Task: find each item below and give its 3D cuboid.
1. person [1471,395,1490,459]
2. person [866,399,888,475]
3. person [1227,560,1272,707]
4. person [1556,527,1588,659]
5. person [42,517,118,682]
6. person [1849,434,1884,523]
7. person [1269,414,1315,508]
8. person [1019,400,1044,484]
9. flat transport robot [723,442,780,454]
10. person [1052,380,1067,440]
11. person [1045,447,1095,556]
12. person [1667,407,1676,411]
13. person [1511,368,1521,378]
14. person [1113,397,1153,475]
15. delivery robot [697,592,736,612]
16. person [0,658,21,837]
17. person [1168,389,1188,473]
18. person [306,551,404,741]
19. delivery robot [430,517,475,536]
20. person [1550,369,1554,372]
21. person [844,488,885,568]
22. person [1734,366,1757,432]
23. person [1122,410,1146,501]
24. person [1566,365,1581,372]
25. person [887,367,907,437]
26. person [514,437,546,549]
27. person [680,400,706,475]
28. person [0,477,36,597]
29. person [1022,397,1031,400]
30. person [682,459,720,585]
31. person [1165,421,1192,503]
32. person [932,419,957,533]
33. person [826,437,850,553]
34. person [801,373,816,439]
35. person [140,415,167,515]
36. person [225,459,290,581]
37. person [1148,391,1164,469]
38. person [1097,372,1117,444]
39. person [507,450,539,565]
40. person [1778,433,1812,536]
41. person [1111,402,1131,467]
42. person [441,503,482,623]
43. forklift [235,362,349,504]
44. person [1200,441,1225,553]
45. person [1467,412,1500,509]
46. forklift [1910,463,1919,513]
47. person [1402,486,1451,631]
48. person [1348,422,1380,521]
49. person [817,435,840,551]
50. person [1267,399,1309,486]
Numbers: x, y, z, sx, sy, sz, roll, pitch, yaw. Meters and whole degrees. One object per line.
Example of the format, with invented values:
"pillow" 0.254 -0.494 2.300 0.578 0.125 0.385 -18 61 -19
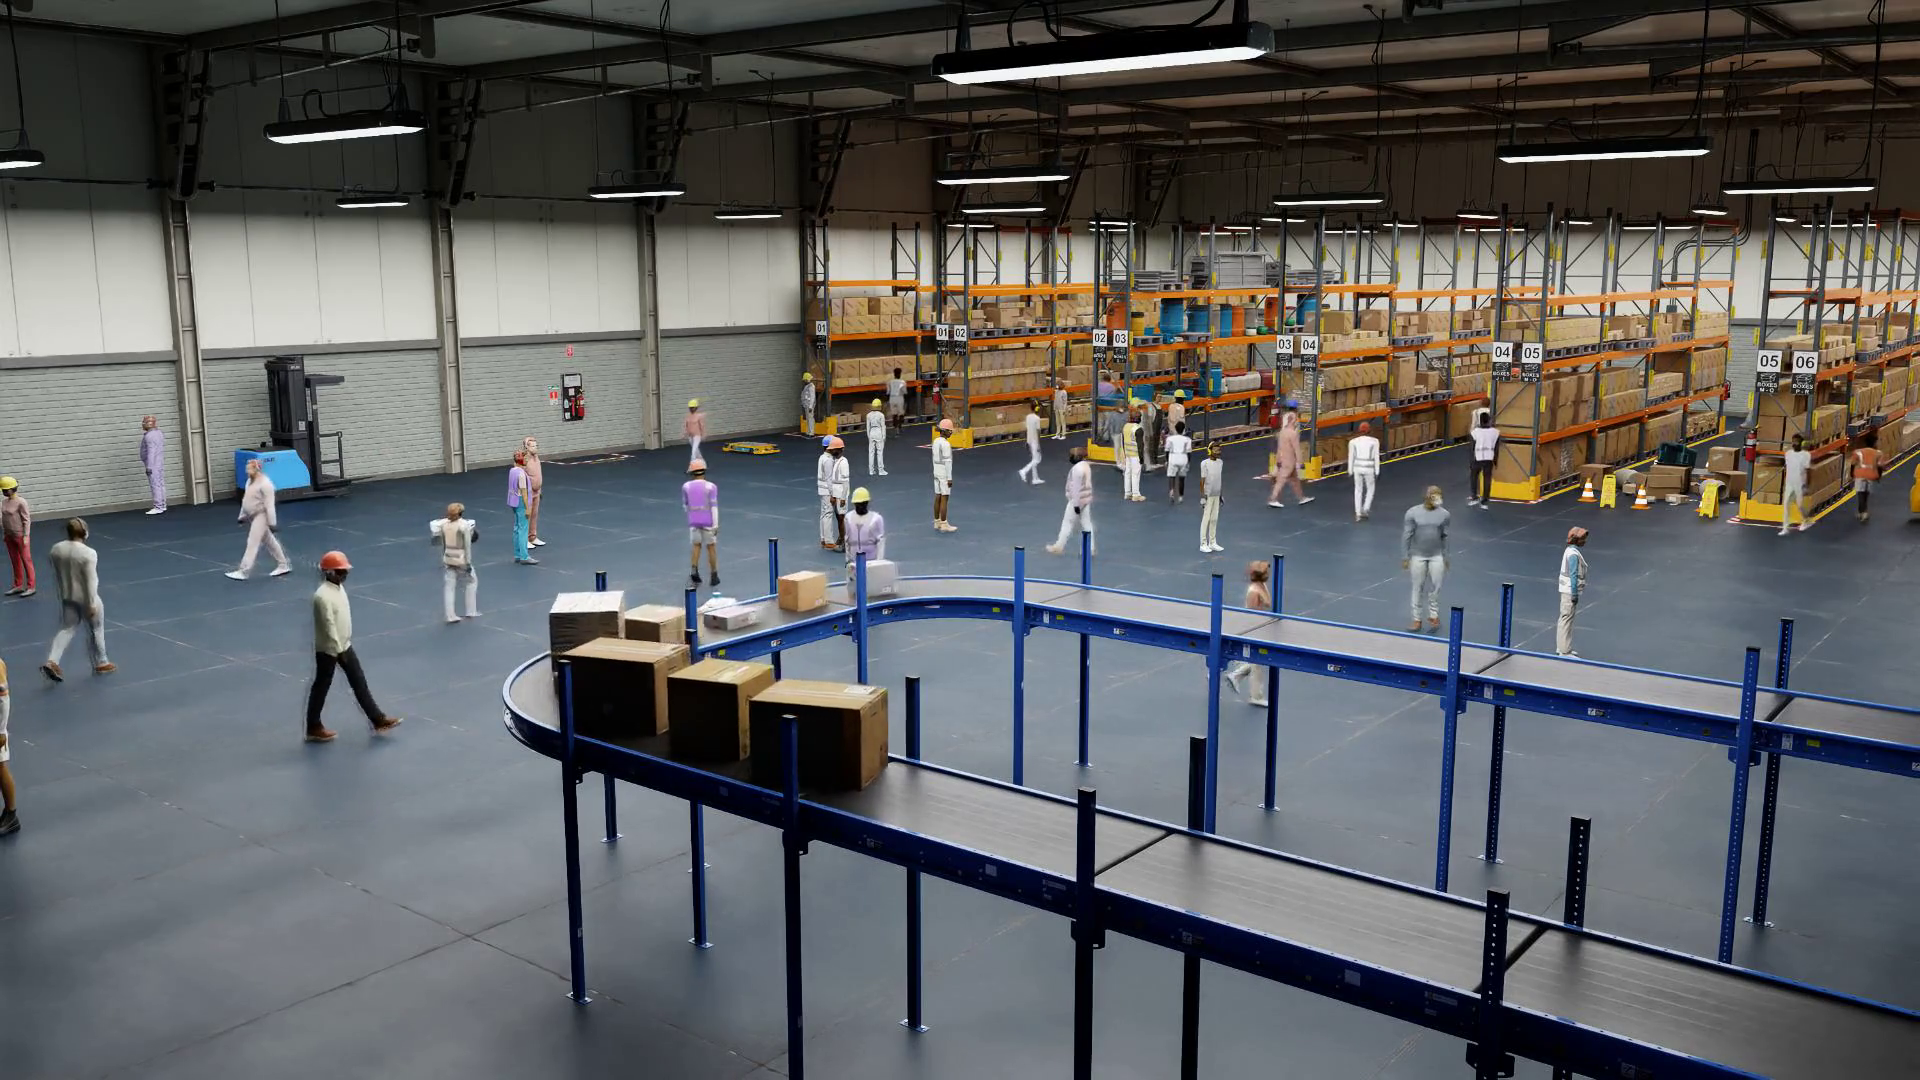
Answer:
"person" 11.870 -2.347 35.448 0.583 1.863 0.752 6 12 30
"person" -1.904 -2.368 35.882 0.484 1.745 0.297 5 11 27
"person" 3.217 1.016 17.175 0.480 1.627 0.518 4 11 23
"person" 7.507 0.649 19.201 0.311 1.639 0.512 3 10 16
"person" -10.309 0.692 18.197 0.629 1.917 0.883 2 10 14
"person" 17.019 -1.161 29.367 0.537 1.653 0.833 3 11 17
"person" 6.606 -1.575 31.103 1.008 1.853 0.642 -1 10 -6
"person" 1.575 -2.136 34.298 0.636 1.854 0.515 -6 12 -30
"flat transport robot" -5.364 -2.375 40.186 1.431 0.197 0.652 8 13 37
"person" 2.745 -3.580 43.013 0.280 1.634 0.498 -7 12 -35
"person" 1.860 -0.643 25.985 0.892 1.801 0.645 5 11 24
"person" 20.875 -4.140 45.699 0.834 1.807 0.643 -4 11 -23
"person" 15.125 -3.703 42.692 0.394 1.992 0.622 -2 10 -12
"person" 4.018 -2.368 35.791 0.908 1.778 0.580 3 11 18
"delivery robot" -3.186 0.932 20.515 0.477 0.478 0.707 2 10 9
"person" -8.300 1.558 13.243 0.551 1.935 0.375 5 11 25
"person" 5.041 -2.524 36.241 0.375 1.929 0.585 -5 11 -25
"person" -6.233 1.084 15.880 1.005 1.945 0.621 0 10 2
"delivery robot" -8.770 -0.228 27.041 0.707 0.478 0.477 0 10 2
"person" 19.585 -5.285 52.048 0.589 1.834 0.403 -5 11 -26
"person" -1.310 0.252 20.740 0.612 1.876 0.954 4 11 20
"person" 22.719 -4.018 44.605 1.030 1.939 0.624 8 13 37
"person" 3.584 -1.735 32.054 0.429 1.840 0.635 -5 11 -27
"person" 18.102 -4.332 46.156 0.621 2.018 0.620 7 12 34
"person" -1.759 -3.839 43.606 0.603 1.944 0.499 3 10 15
"person" -7.322 -0.805 26.680 0.401 1.898 0.636 2 10 13
"person" -6.125 -2.373 36.001 0.527 1.718 0.923 6 12 31
"person" -13.787 -0.055 22.831 0.523 1.760 0.325 4 11 23
"person" 1.998 -4.307 46.458 0.319 1.881 0.738 6 12 29
"person" -3.908 -0.271 23.598 0.559 1.910 0.514 1 10 7
"person" 4.396 -1.558 31.516 0.536 1.671 0.659 1 10 8
"person" -0.278 -1.171 28.331 0.392 2.034 0.605 -4 11 -24
"person" -2.054 -0.767 26.334 0.373 1.933 0.551 -4 11 -19
"person" -4.190 -3.714 43.227 0.404 1.828 0.587 -3 11 -18
"person" -15.641 -1.461 30.302 0.410 1.913 0.651 -2 10 -11
"person" -10.825 -0.315 24.031 1.026 1.850 0.647 -9 14 -42
"person" 4.622 -2.604 36.928 0.345 1.846 0.508 7 12 33
"person" 3.933 -3.550 42.018 0.662 1.927 0.436 6 12 29
"person" -7.094 -0.533 25.269 0.390 1.846 0.565 -7 12 -33
"person" 14.997 -1.004 27.990 0.805 1.835 0.503 -7 12 -35
"person" 3.810 -2.485 36.978 0.513 1.578 0.848 0 10 -1
"person" -6.774 0.297 21.210 0.537 1.612 0.644 5 11 24
"forklift" -13.803 -2.244 32.110 1.129 2.768 1.873 8 13 37
"person" 4.258 -0.736 26.342 0.531 1.870 0.316 -8 13 -38
"person" 10.383 -1.585 31.060 0.611 1.898 0.634 1 10 3
"forklift" 19.034 -1.348 28.998 2.313 2.155 1.214 8 13 37
"person" 6.178 0.237 20.748 0.675 1.918 0.391 -1 10 -3
"person" 7.626 -1.296 29.499 0.624 1.863 0.499 5 11 27
"person" -2.221 -0.808 26.526 0.388 1.949 0.602 -3 10 -16
"person" 7.169 -2.134 34.110 0.948 1.912 0.616 -4 11 -20
